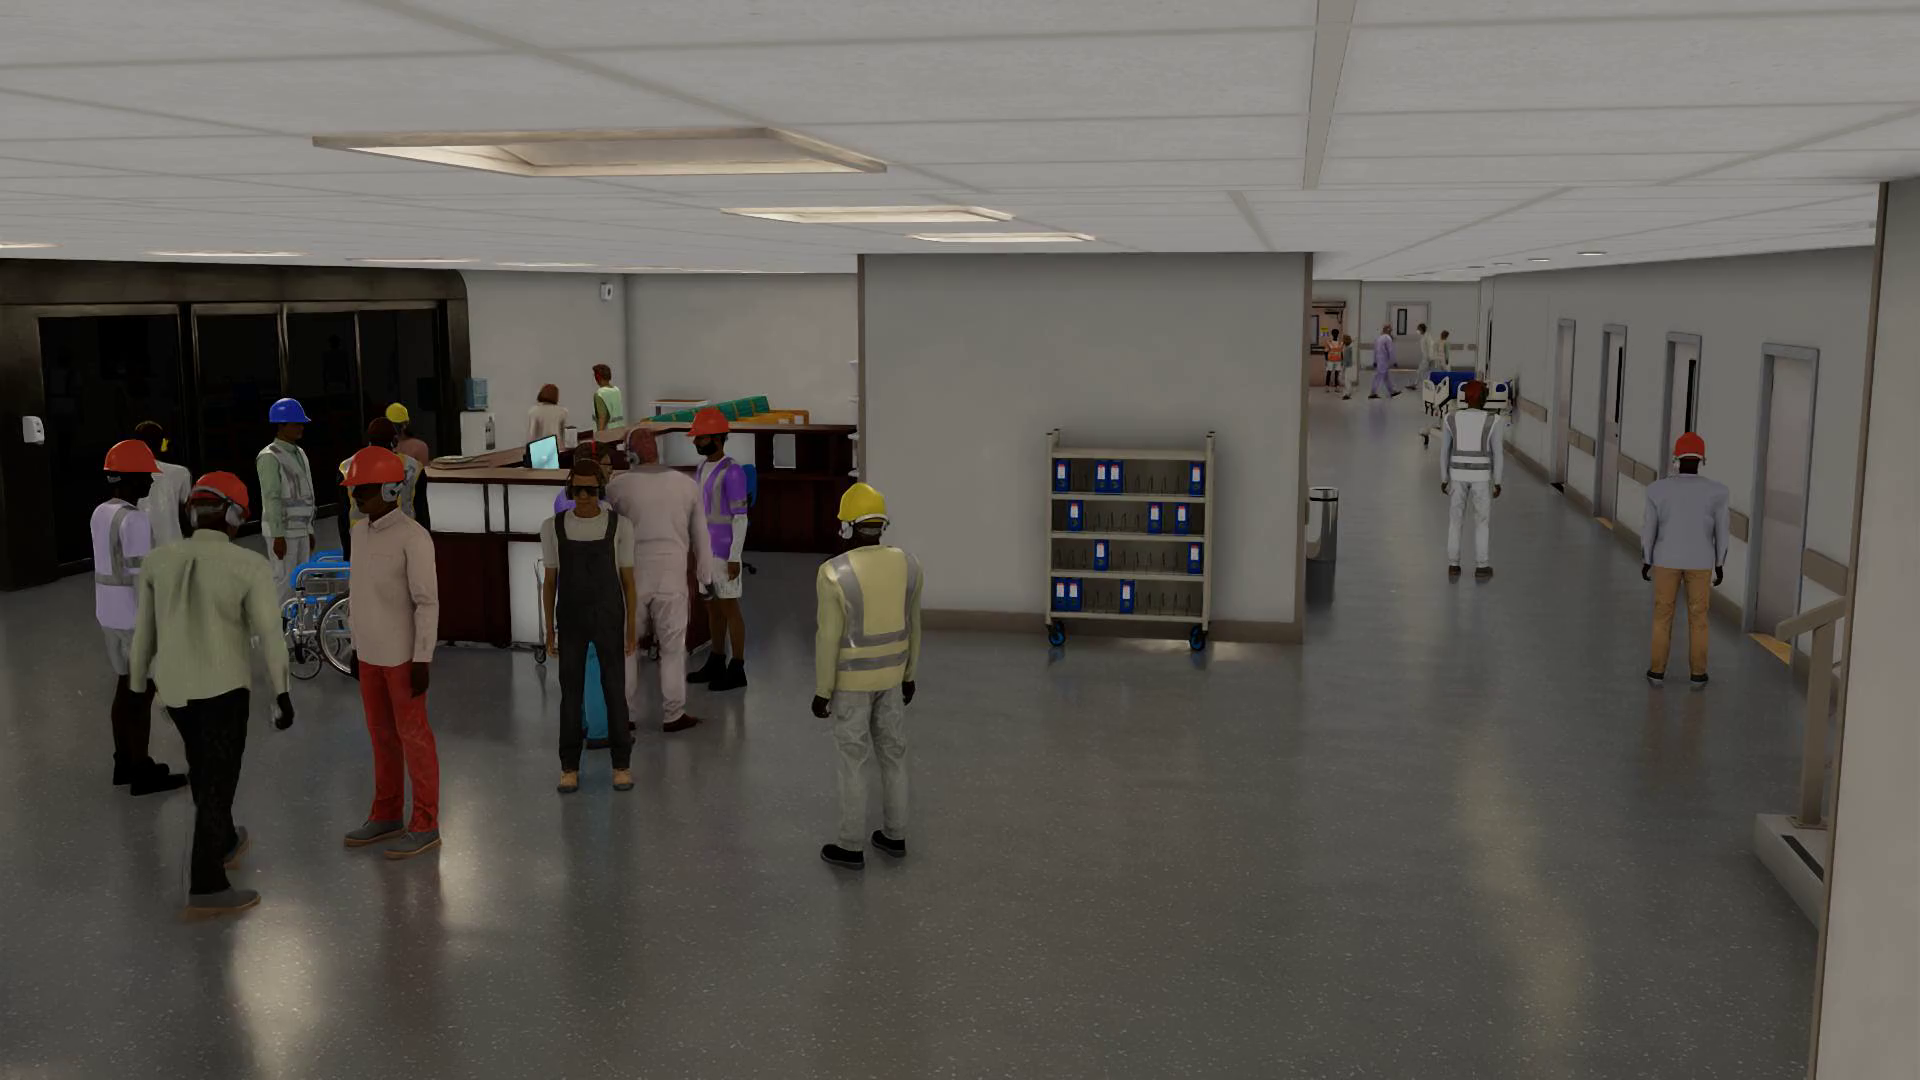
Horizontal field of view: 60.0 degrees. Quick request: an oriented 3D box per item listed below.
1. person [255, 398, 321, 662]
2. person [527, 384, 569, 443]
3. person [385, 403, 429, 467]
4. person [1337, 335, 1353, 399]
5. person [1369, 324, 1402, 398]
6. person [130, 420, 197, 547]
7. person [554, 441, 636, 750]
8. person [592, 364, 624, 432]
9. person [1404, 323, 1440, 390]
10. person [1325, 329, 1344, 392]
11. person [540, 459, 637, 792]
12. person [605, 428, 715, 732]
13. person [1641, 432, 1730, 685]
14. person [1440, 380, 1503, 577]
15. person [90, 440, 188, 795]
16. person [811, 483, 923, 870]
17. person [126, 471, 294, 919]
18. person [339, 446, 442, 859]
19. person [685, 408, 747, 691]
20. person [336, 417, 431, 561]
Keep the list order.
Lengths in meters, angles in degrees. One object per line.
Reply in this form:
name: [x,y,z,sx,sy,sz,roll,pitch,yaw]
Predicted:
person: [-4.932,-0.071,12.255,0.389,1.949,0.604,0,9,-1]
person: [-4.926,-1.048,19.894,0.552,1.611,0.321,-6,10,-35]
person: [-4.999,-0.373,14.950,0.531,1.745,0.684,0,9,-1]
person: [9.595,-4.298,41.389,0.360,1.615,0.493,0,9,-3]
person: [10.747,-4.495,41.915,0.973,1.855,0.656,-2,9,-10]
person: [-5.691,0.061,11.833,0.553,1.823,0.990,-5,10,-32]
person: [-2.232,0.330,9.957,0.374,1.839,0.569,-8,11,-42]
person: [-4.289,-1.231,20.319,0.387,1.838,0.565,2,9,12]
person: [12.769,-4.984,45.297,1.198,1.841,0.650,1,9,4]
person: [9.966,-4.772,44.285,0.540,1.695,0.317,-1,9,-5]
person: [-2.014,0.468,9.063,0.503,1.837,0.350,-1,9,-7]
person: [-1.905,0.252,10.335,0.771,1.887,0.446,-3,9,-19]
person: [5.034,0.128,11.567,0.566,1.755,0.321,3,9,21]
person: [4.882,-0.586,15.886,0.577,1.882,0.349,5,10,31]
person: [-4.503,0.416,9.104,0.550,1.928,0.389,8,12,43]
person: [-0.457,0.642,7.911,0.600,1.831,0.404,-7,11,-39]
person: [-3.354,0.656,7.546,0.710,1.901,0.992,1,9,7]
person: [-2.771,0.537,8.068,0.619,1.994,0.381,6,11,36]
person: [-1.682,0.064,11.398,0.366,1.935,0.552,-7,11,-37]
person: [-4.116,0.039,11.921,0.626,1.837,0.429,-3,9,-18]
